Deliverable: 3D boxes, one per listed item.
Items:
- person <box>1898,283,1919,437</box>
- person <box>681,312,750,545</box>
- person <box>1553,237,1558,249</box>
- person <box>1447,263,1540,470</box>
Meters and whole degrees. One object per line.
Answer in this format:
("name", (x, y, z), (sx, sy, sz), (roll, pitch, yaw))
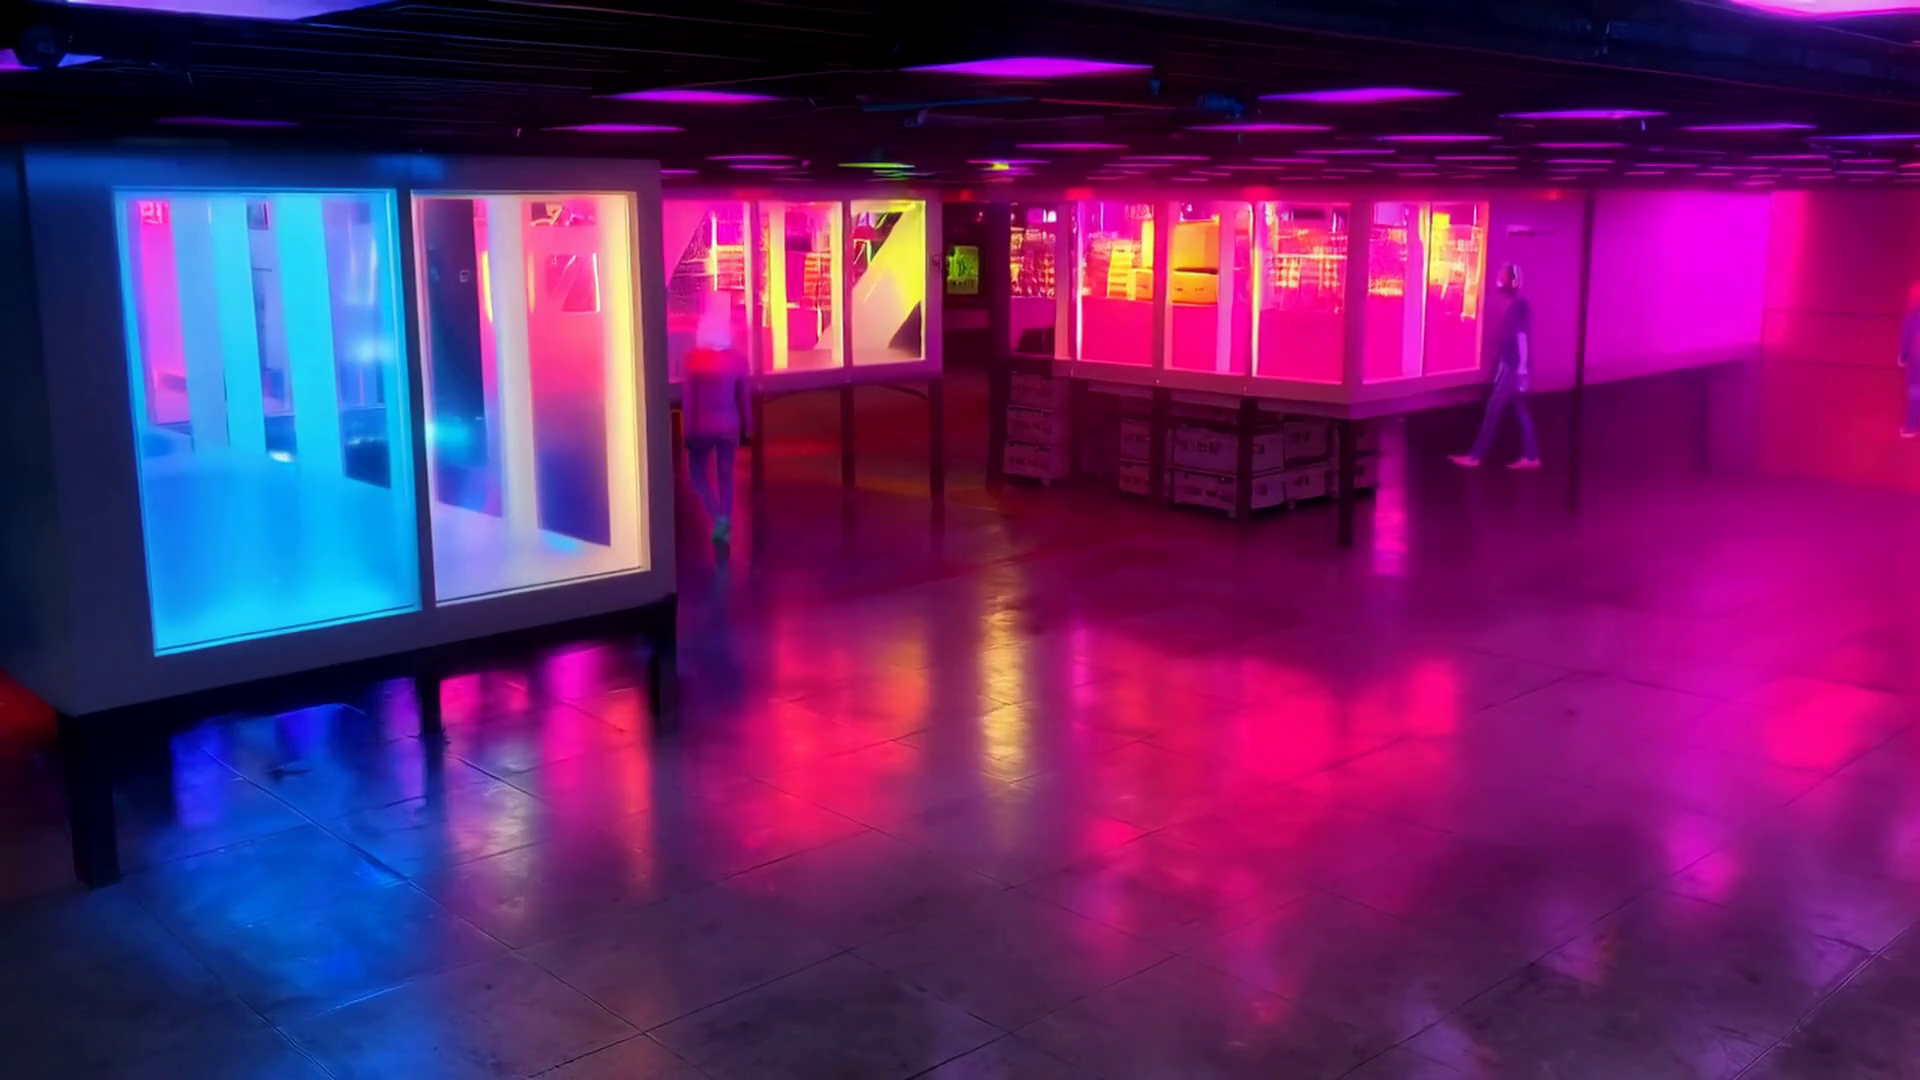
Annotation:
("person", (9.739, -1.921, 16.625), (0.680, 1.885, 0.625), (3, 12, 13))
("person", (-1.672, -0.752, 11.442), (0.518, 1.618, 0.406), (-8, 14, -34))
("person", (22.187, -10.889, 62.002), (0.905, 1.720, 0.540), (-3, 12, -15))
("person", (4.805, -1.533, 14.828), (0.888, 1.833, 0.524), (3, 12, 17))
